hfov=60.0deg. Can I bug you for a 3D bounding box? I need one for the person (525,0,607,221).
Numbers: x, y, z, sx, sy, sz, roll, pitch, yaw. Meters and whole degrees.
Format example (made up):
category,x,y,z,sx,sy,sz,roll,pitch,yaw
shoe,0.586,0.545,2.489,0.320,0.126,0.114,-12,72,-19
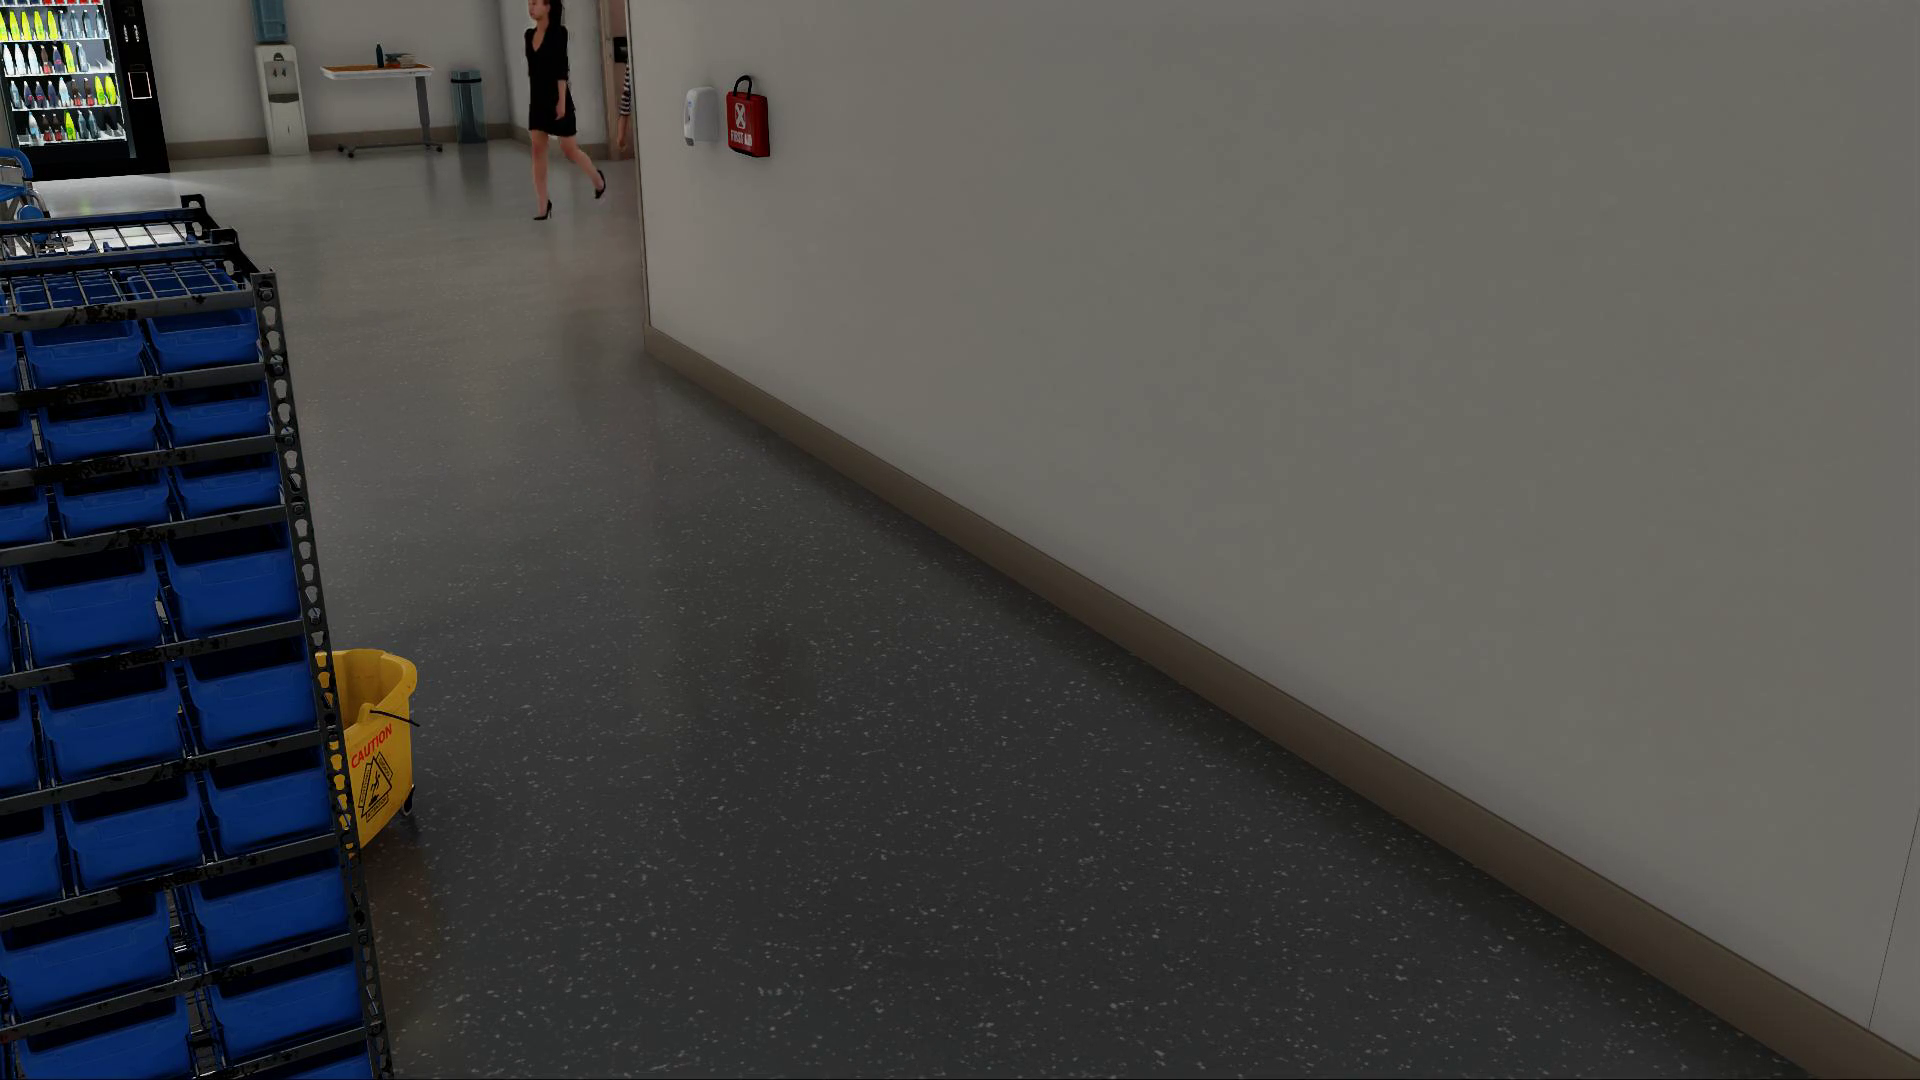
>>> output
category,x,y,z,sx,sy,sz,roll,pitch,yaw
person,-3.039,-3.286,12.641,0.906,1.673,1.071,11,23,27
